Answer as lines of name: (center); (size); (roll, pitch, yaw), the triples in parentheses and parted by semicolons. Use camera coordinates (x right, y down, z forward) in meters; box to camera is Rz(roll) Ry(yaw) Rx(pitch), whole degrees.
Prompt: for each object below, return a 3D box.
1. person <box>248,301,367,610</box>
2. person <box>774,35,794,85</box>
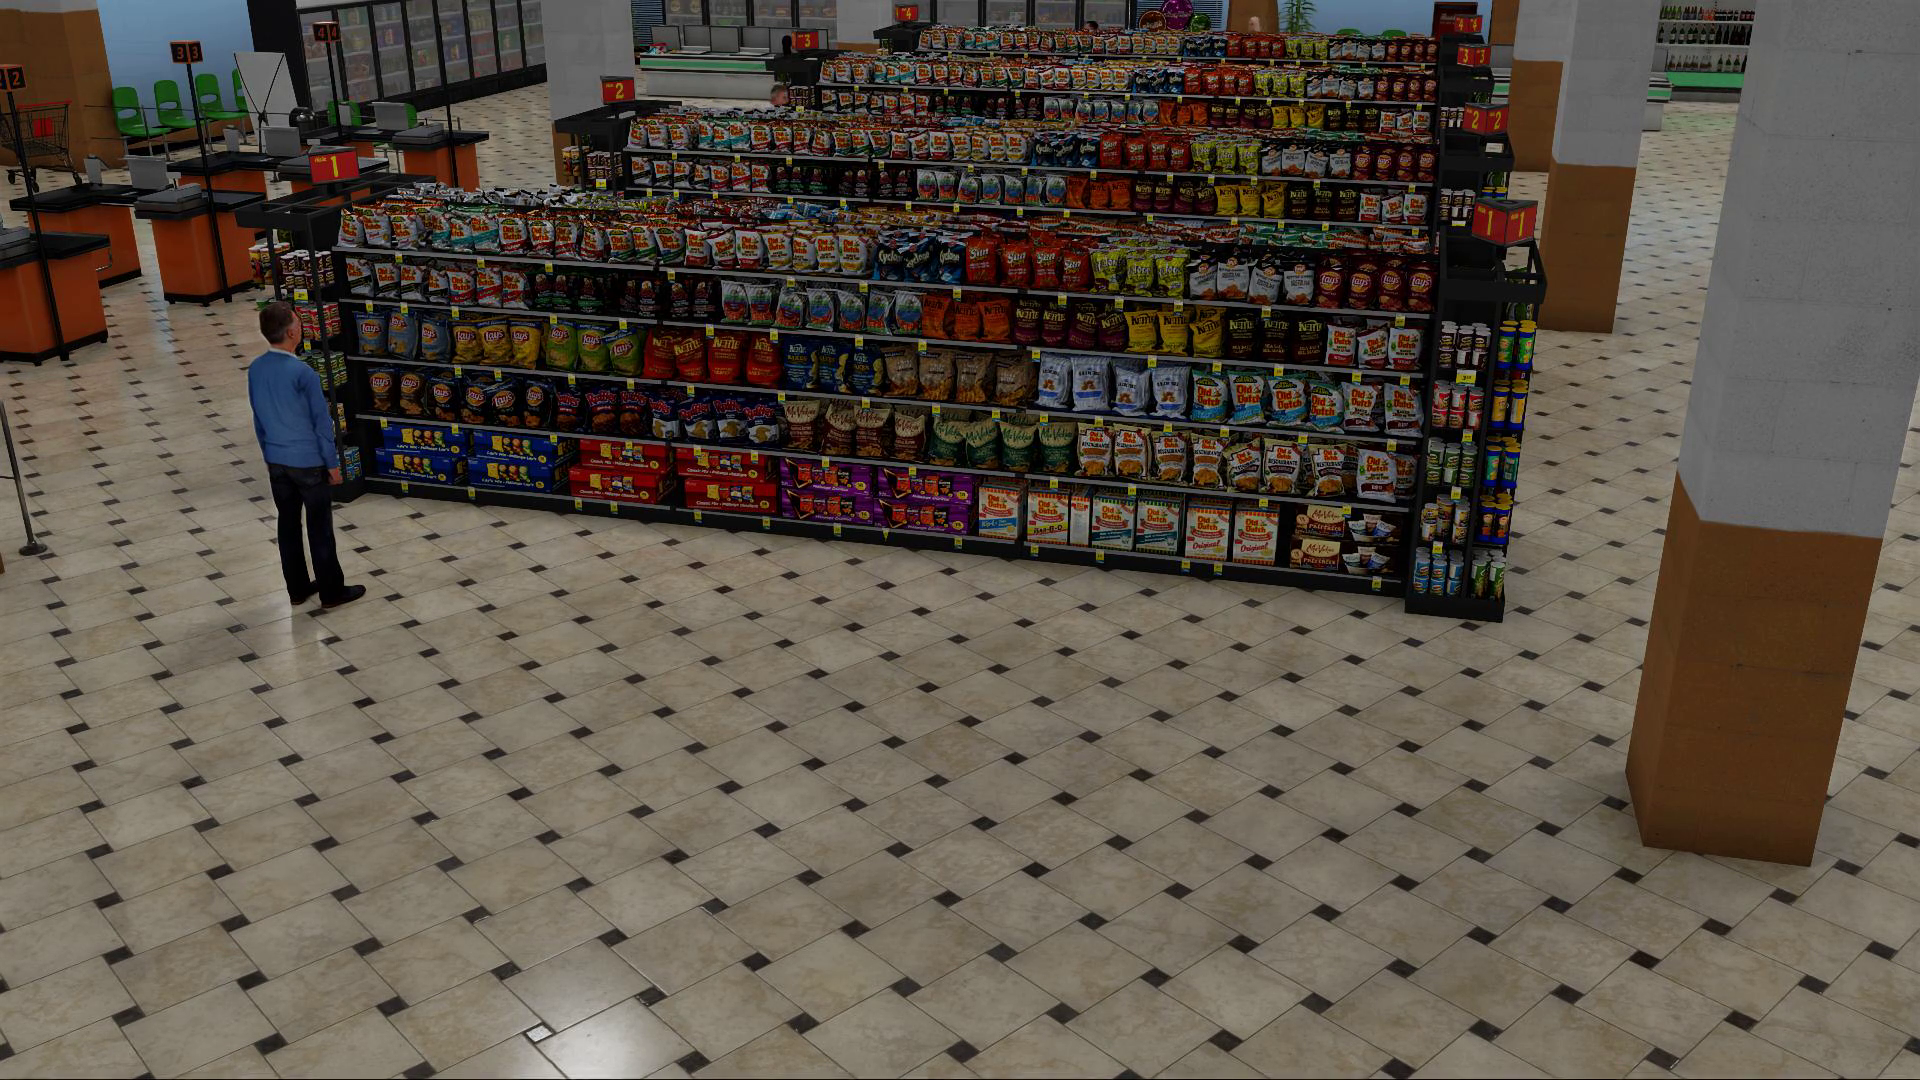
person: (-3.843, -0.489, 9.647); (0.524, 1.818, 0.740); (8, 23, 19)
person: (-2.717, -7.136, 26.380); (0.619, 1.677, 0.753); (-1, 22, -3)
